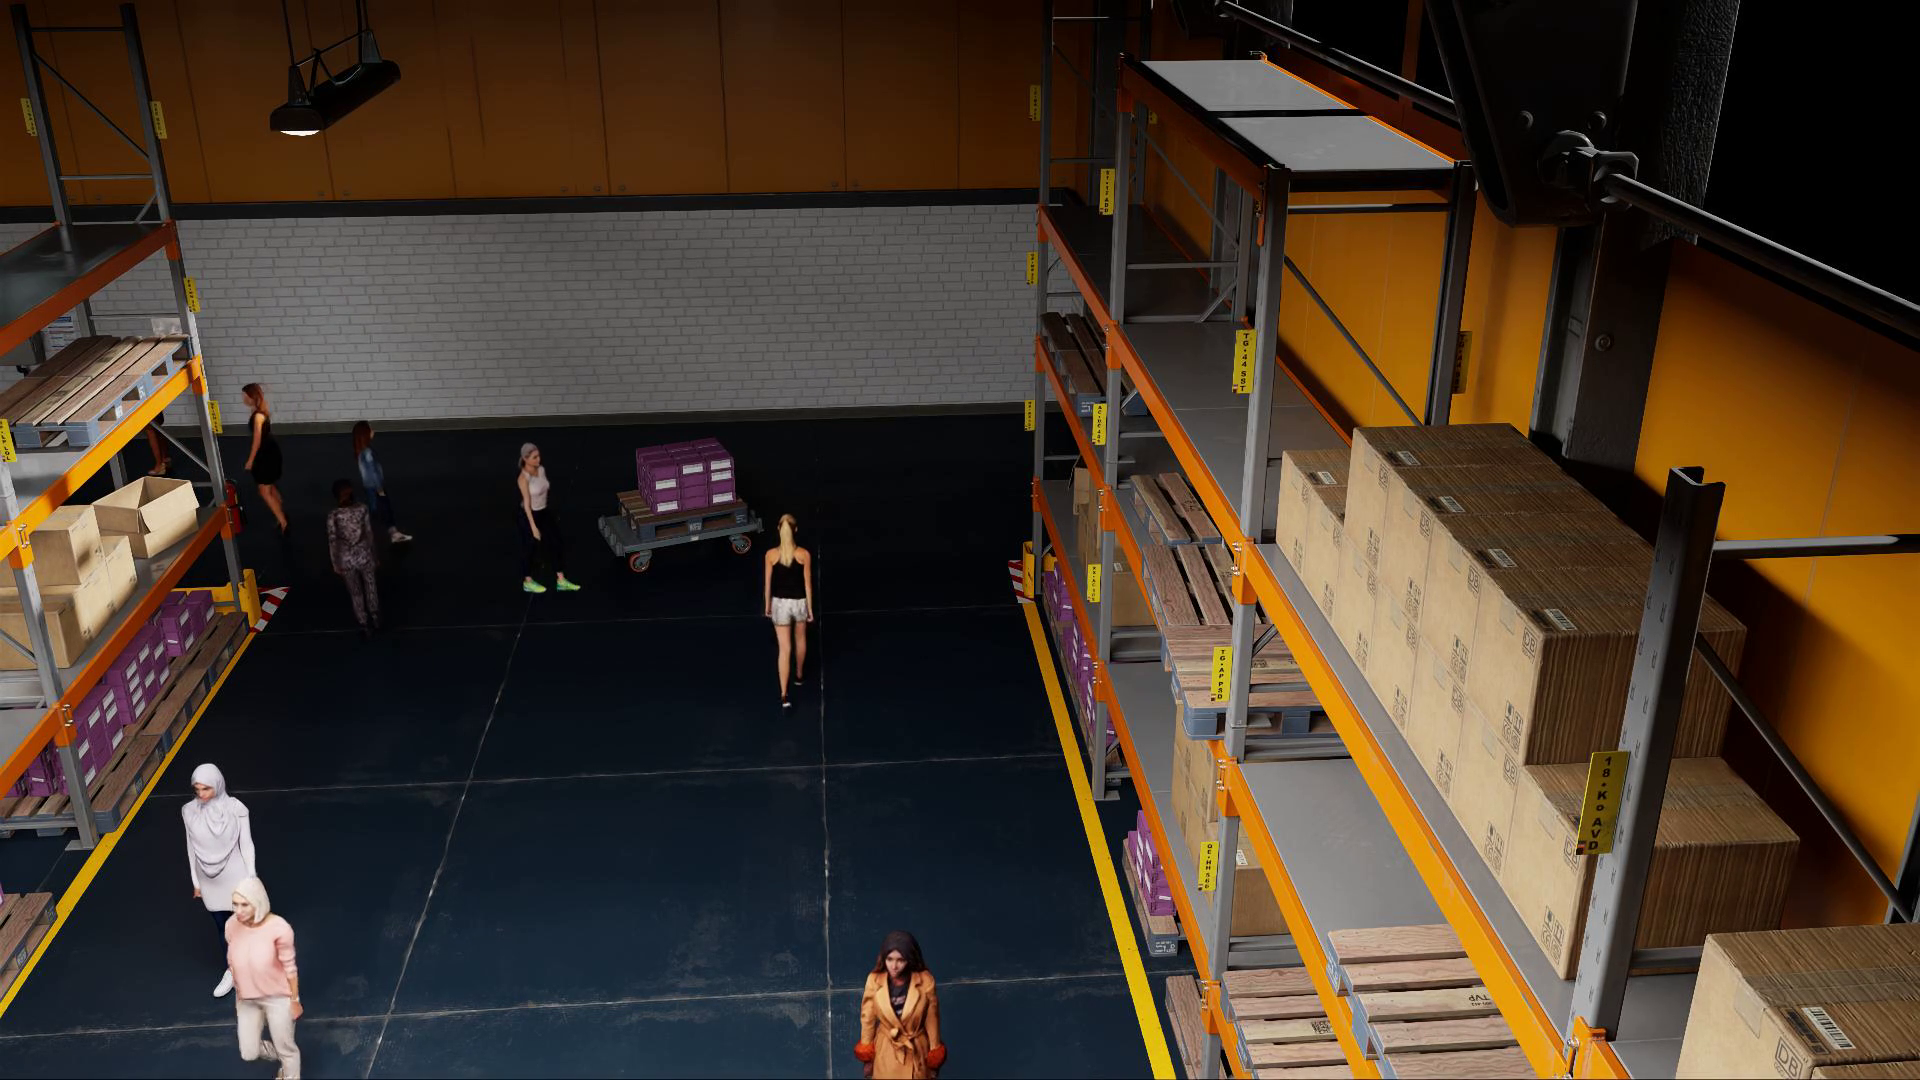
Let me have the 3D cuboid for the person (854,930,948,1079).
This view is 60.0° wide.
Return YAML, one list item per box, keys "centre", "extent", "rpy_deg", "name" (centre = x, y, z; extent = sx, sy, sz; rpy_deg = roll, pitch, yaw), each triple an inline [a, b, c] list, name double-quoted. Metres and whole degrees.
- centre: [-0.344, 3.017, 9.711]
  extent: [0.727, 1.720, 0.636]
  rpy_deg: [2, 24, 3]
  name: "person"

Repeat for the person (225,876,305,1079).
- centre: [-4.245, 2.764, 10.292]
  extent: [0.676, 1.719, 0.730]
  rpy_deg: [3, 24, 7]
  name: "person"

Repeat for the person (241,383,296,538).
- centre: [-7.632, -0.855, 18.452]
  extent: [0.764, 1.814, 0.676]
  rpy_deg: [-7, 25, -16]
  name: "person"

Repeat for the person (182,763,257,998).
- centre: [-4.978, 2.293, 11.295]
  extent: [0.629, 1.778, 0.552]
  rpy_deg: [1, 24, 1]
  name: "person"

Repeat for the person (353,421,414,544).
- centre: [-6.519, -0.571, 18.253]
  extent: [0.841, 1.453, 0.991]
  rpy_deg: [-10, 26, -22]
  name: "person"

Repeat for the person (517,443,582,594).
- centre: [-4.473, -0.224, 17.170]
  extent: [0.891, 1.684, 0.908]
  rpy_deg: [8, 25, 17]
  name: "person"

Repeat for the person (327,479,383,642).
- centre: [-5.821, 0.226, 16.113]
  extent: [0.758, 1.707, 0.826]
  rpy_deg: [-16, 28, -31]
  name: "person"

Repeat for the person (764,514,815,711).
- centre: [-1.546, 0.647, 15.022]
  extent: [0.668, 1.809, 1.180]
  rpy_deg: [0, 24, -1]
  name: "person"
